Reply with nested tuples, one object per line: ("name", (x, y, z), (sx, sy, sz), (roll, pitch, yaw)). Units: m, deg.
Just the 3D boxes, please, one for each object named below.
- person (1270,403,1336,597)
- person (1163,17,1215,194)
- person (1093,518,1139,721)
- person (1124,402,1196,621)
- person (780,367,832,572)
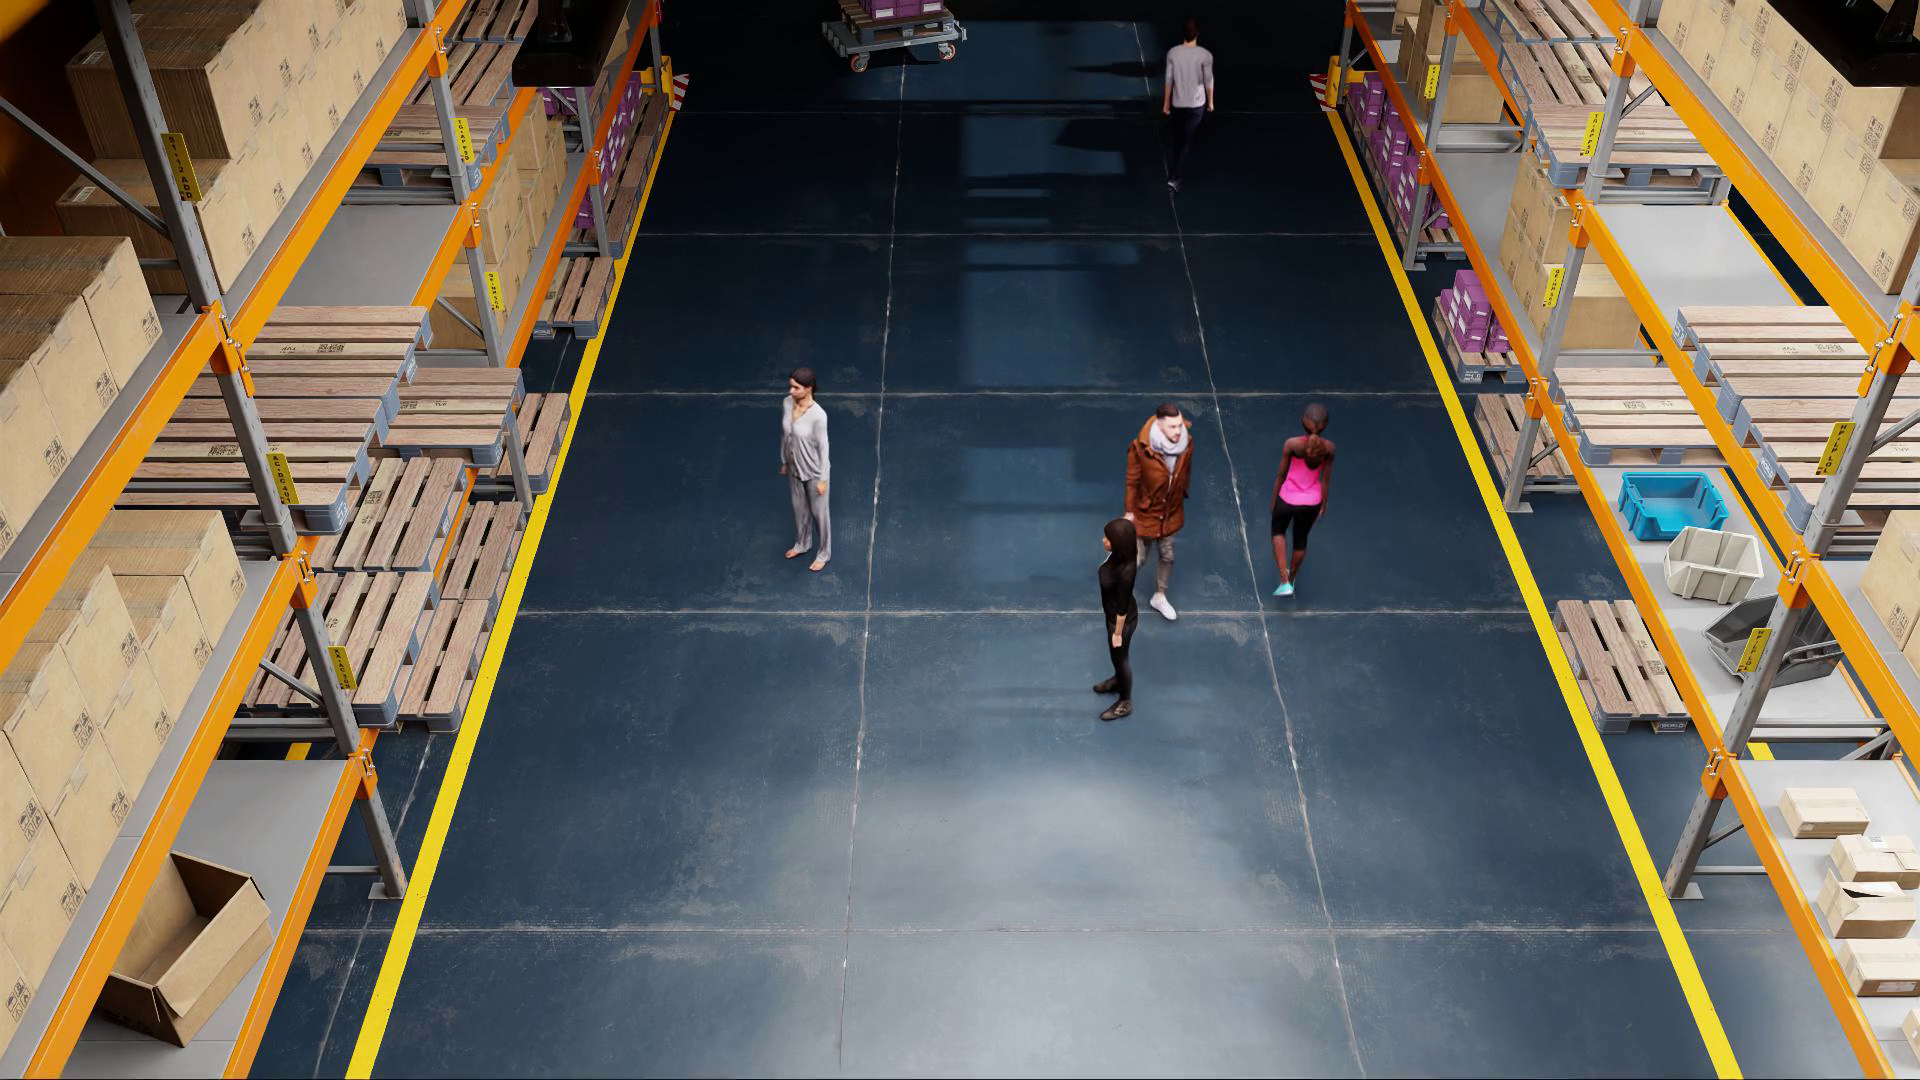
("person", (2.505, -0.228, 12.267), (0.580, 1.714, 0.743), (2, 39, 2))
("person", (2.390, -4.589, 17.655), (1.022, 1.806, 1.264), (18, 42, 21))
("person", (1.101, 0.516, 11.398), (0.632, 1.637, 0.459), (-3, 39, -3))
("person", (1.396, -0.253, 12.214), (0.903, 1.821, 1.053), (-14, 41, -17))
("person", (-1.154, -0.560, 12.636), (0.674, 1.773, 0.715), (27, 46, 30))
